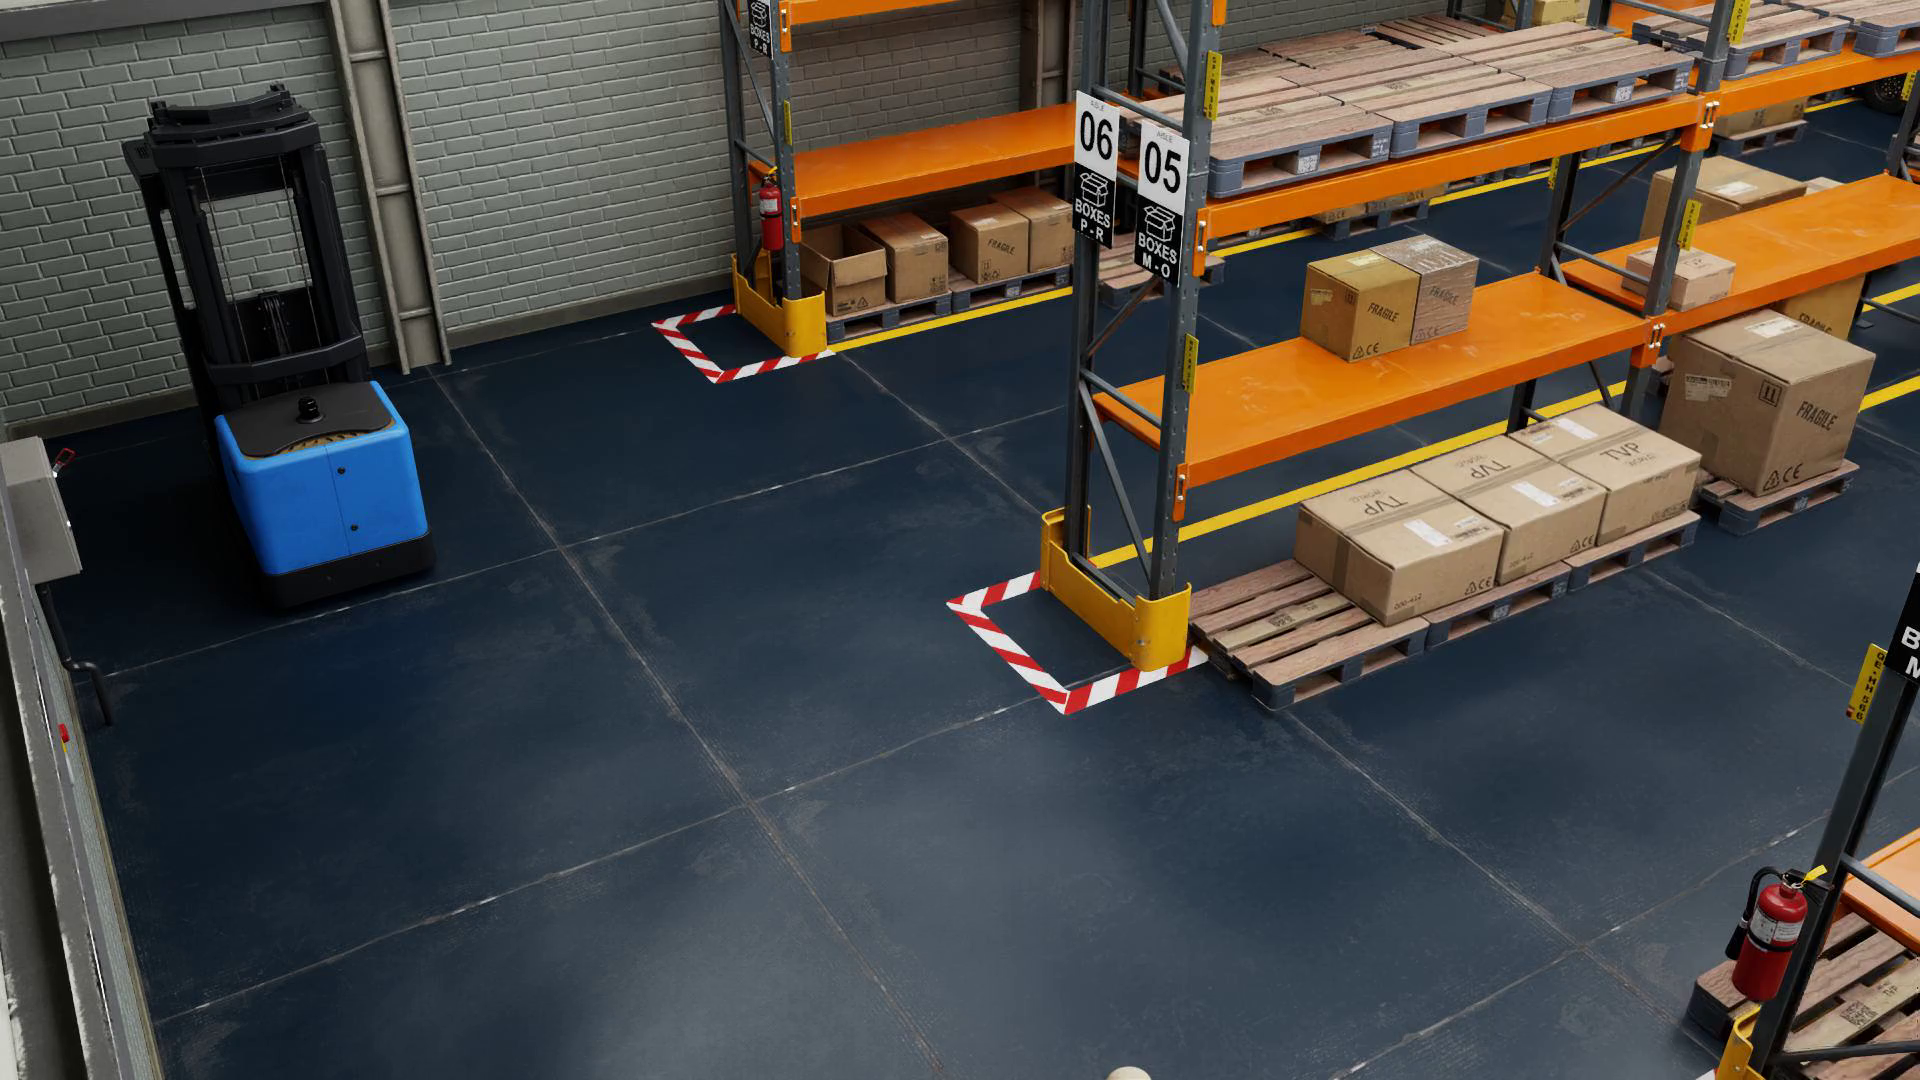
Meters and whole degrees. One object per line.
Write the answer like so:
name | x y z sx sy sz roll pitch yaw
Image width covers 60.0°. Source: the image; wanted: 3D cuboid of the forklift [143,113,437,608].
forklift | -4.289 -1.259 10.509 1.129 2.768 1.873 -17 36 -26

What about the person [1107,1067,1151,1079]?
person | 0.520 2.400 5.605 0.602 1.797 0.384 -2 32 -3

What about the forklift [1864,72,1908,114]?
forklift | 11.468 -5.645 18.244 1.214 2.155 2.313 -17 36 -26
